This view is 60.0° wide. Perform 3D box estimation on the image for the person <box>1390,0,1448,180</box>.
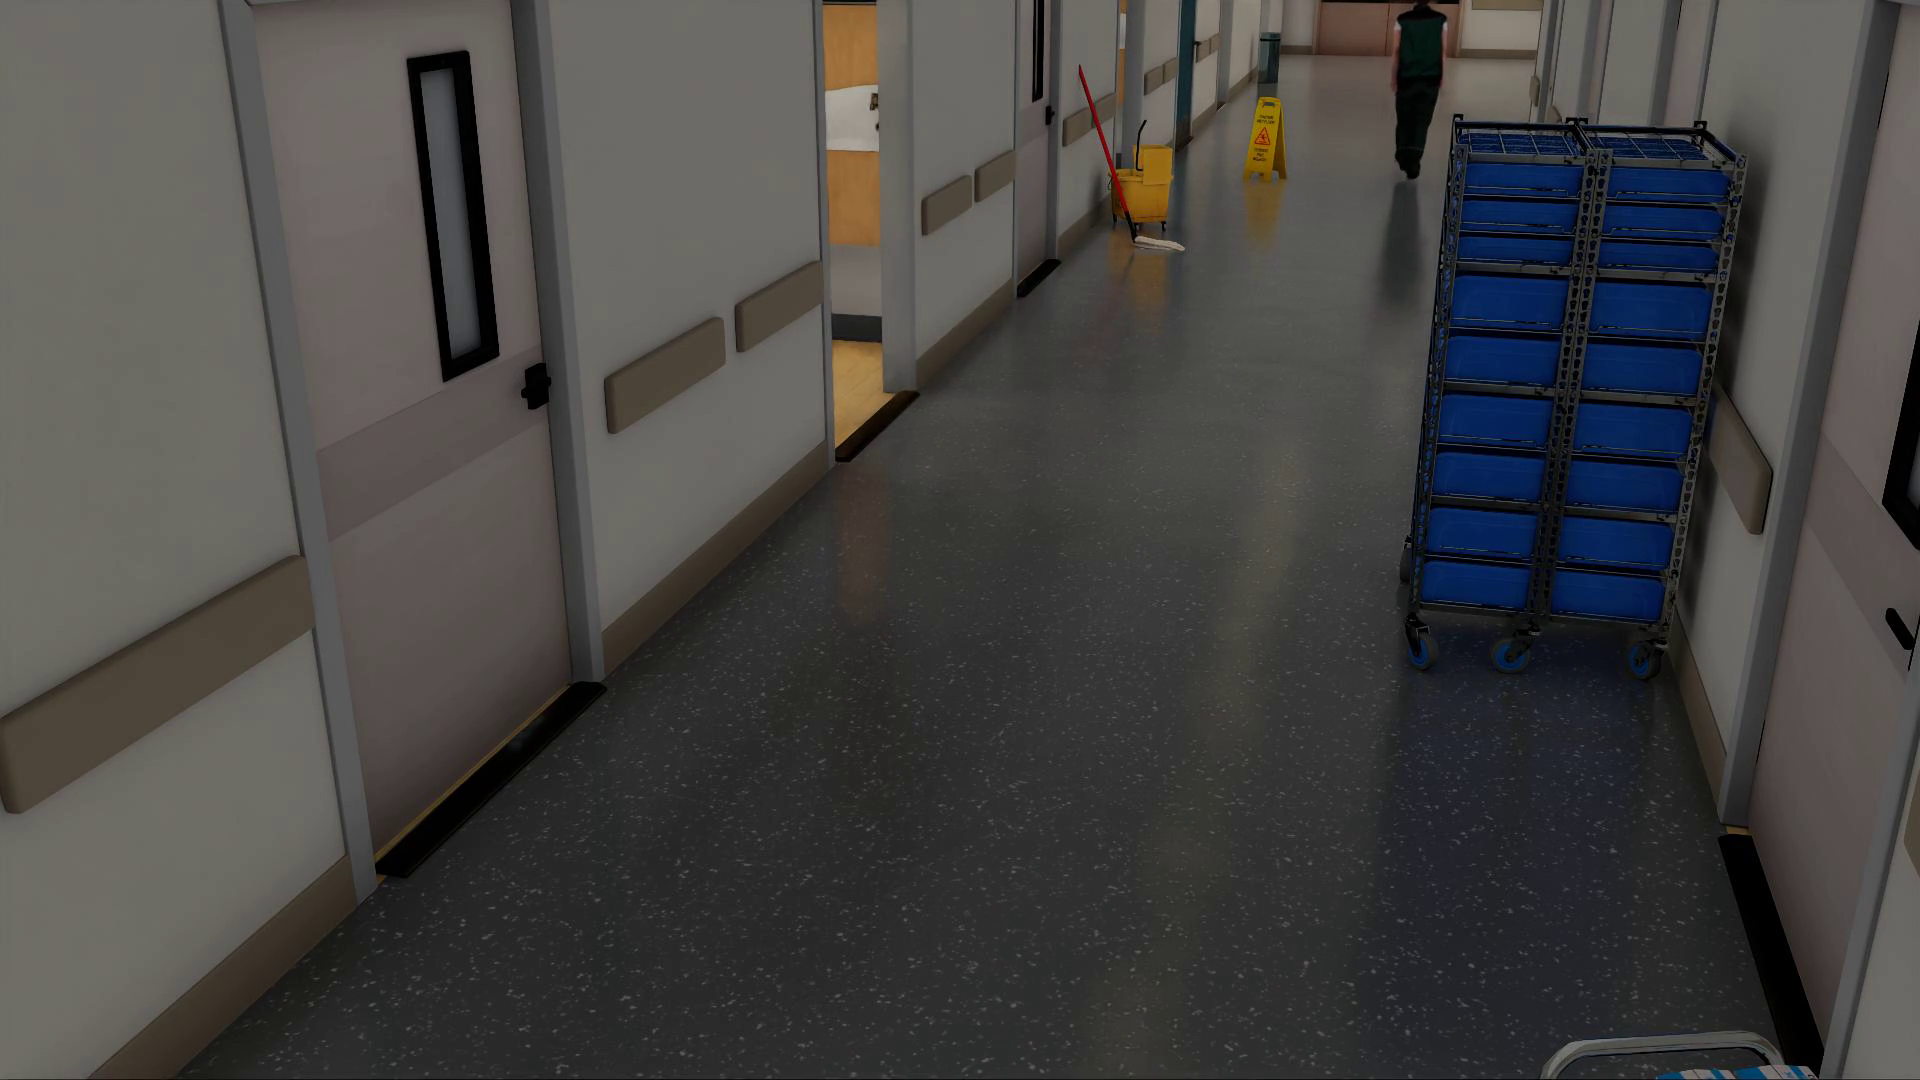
[{"bbox_3d":[4.272,-4.250,15.506,0.673,1.793,1.144,7,22,17],"label":"person"}]
